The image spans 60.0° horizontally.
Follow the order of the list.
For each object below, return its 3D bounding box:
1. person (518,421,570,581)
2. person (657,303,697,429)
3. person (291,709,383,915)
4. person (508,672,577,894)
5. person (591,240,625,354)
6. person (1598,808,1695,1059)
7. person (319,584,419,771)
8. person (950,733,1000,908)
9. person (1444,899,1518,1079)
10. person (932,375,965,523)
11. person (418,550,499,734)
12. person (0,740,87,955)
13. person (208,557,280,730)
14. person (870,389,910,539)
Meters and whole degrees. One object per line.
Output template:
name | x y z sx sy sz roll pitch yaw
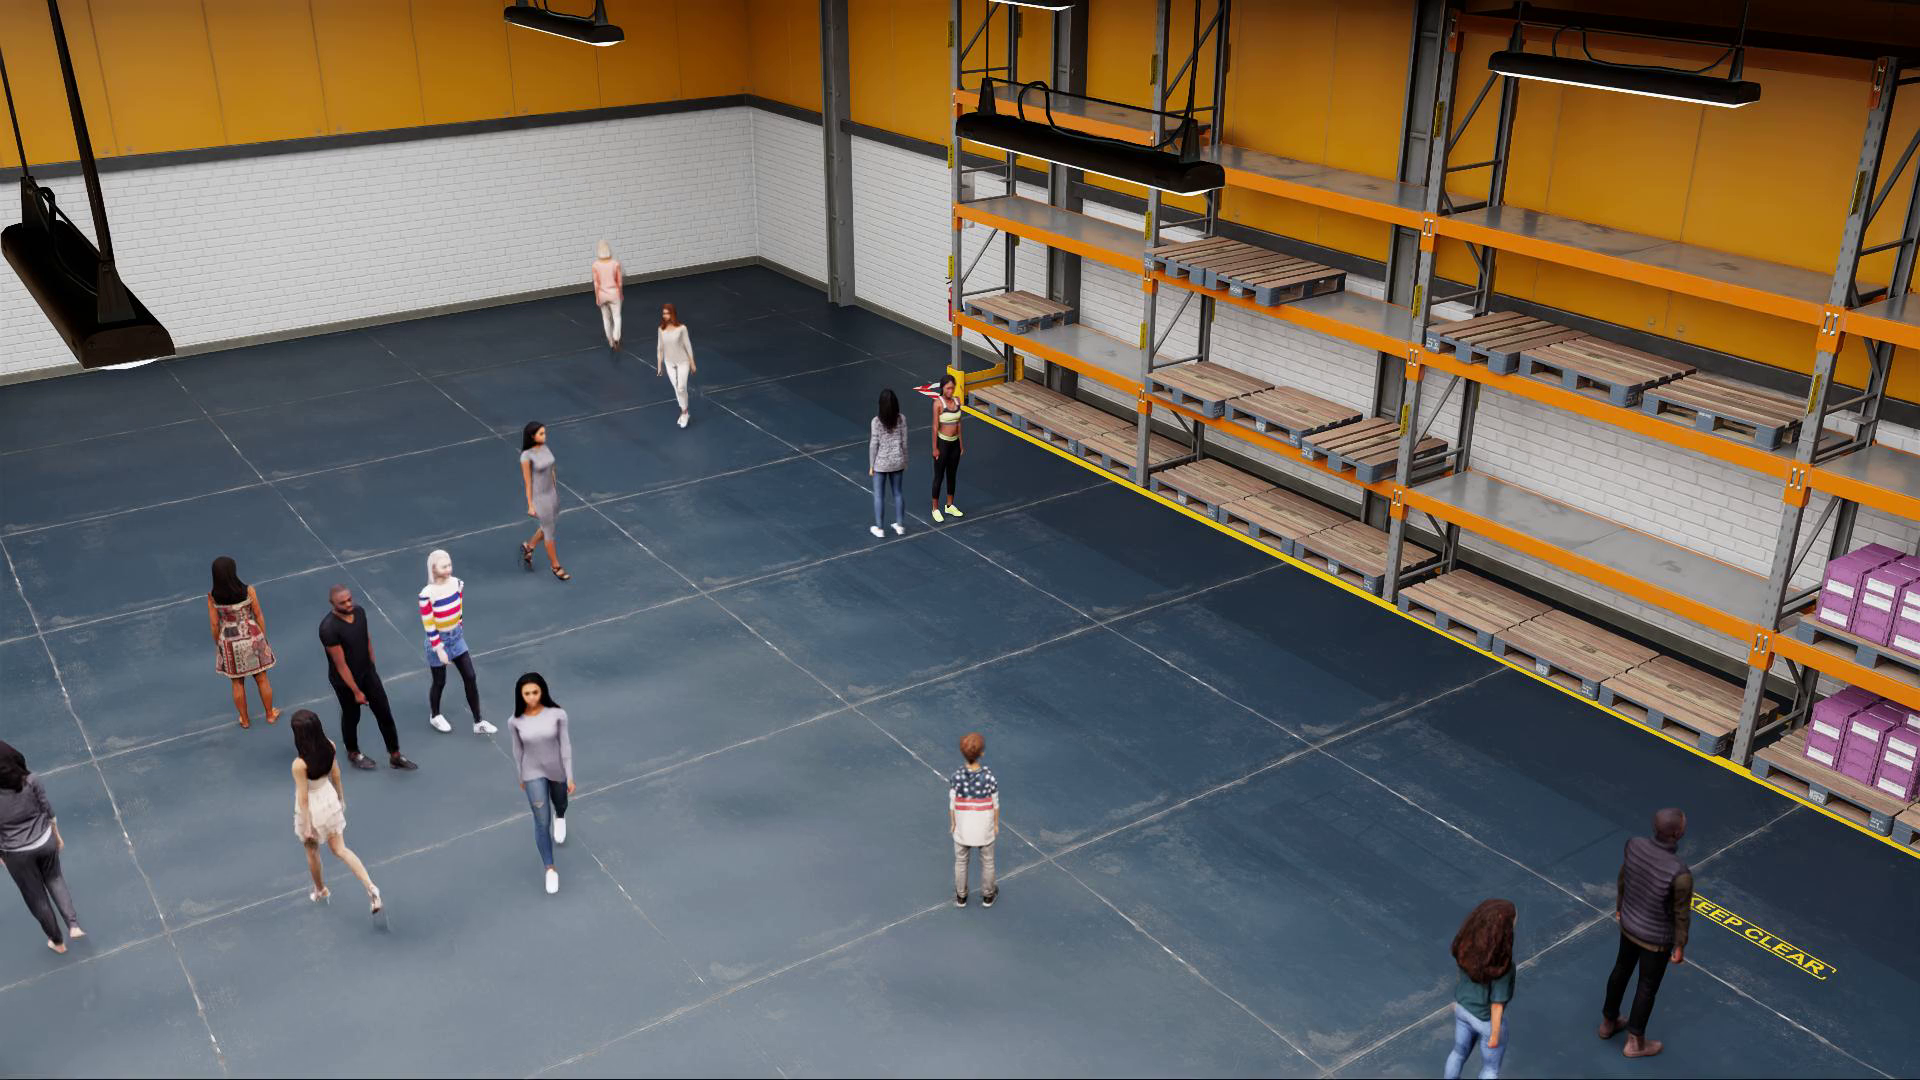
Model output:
person | -4.536 -0.435 17.821 1.013 1.765 0.872 10 26 22
person | -3.772 -2.391 22.387 0.761 1.692 0.832 6 24 13
person | -4.624 2.045 12.214 1.097 1.711 0.891 11 26 24
person | -3.186 1.771 12.854 0.895 1.701 1.241 -6 24 -14
person | -5.336 -3.694 25.350 0.864 1.705 1.099 -5 24 -12
person | 4.502 2.549 10.905 0.796 1.836 0.556 -11 26 -23
person | -5.214 1.179 14.100 1.080 1.788 0.937 11 26 23
person | 0.109 2.094 12.438 0.587 1.443 0.629 2 24 4
person | 3.212 2.924 10.327 0.686 1.612 0.563 -9 25 -20
person | -0.156 -1.092 19.339 0.558 1.754 0.487 -16 28 -32
person | -4.632 0.905 14.750 1.066 1.770 0.863 17 29 34
person | -6.559 2.229 11.753 0.652 1.744 0.679 -22 32 -40
person | -6.443 0.912 14.892 0.700 1.643 0.620 -9 25 -19
person | -0.811 -0.877 18.874 0.652 1.731 0.582 -10 26 -23
